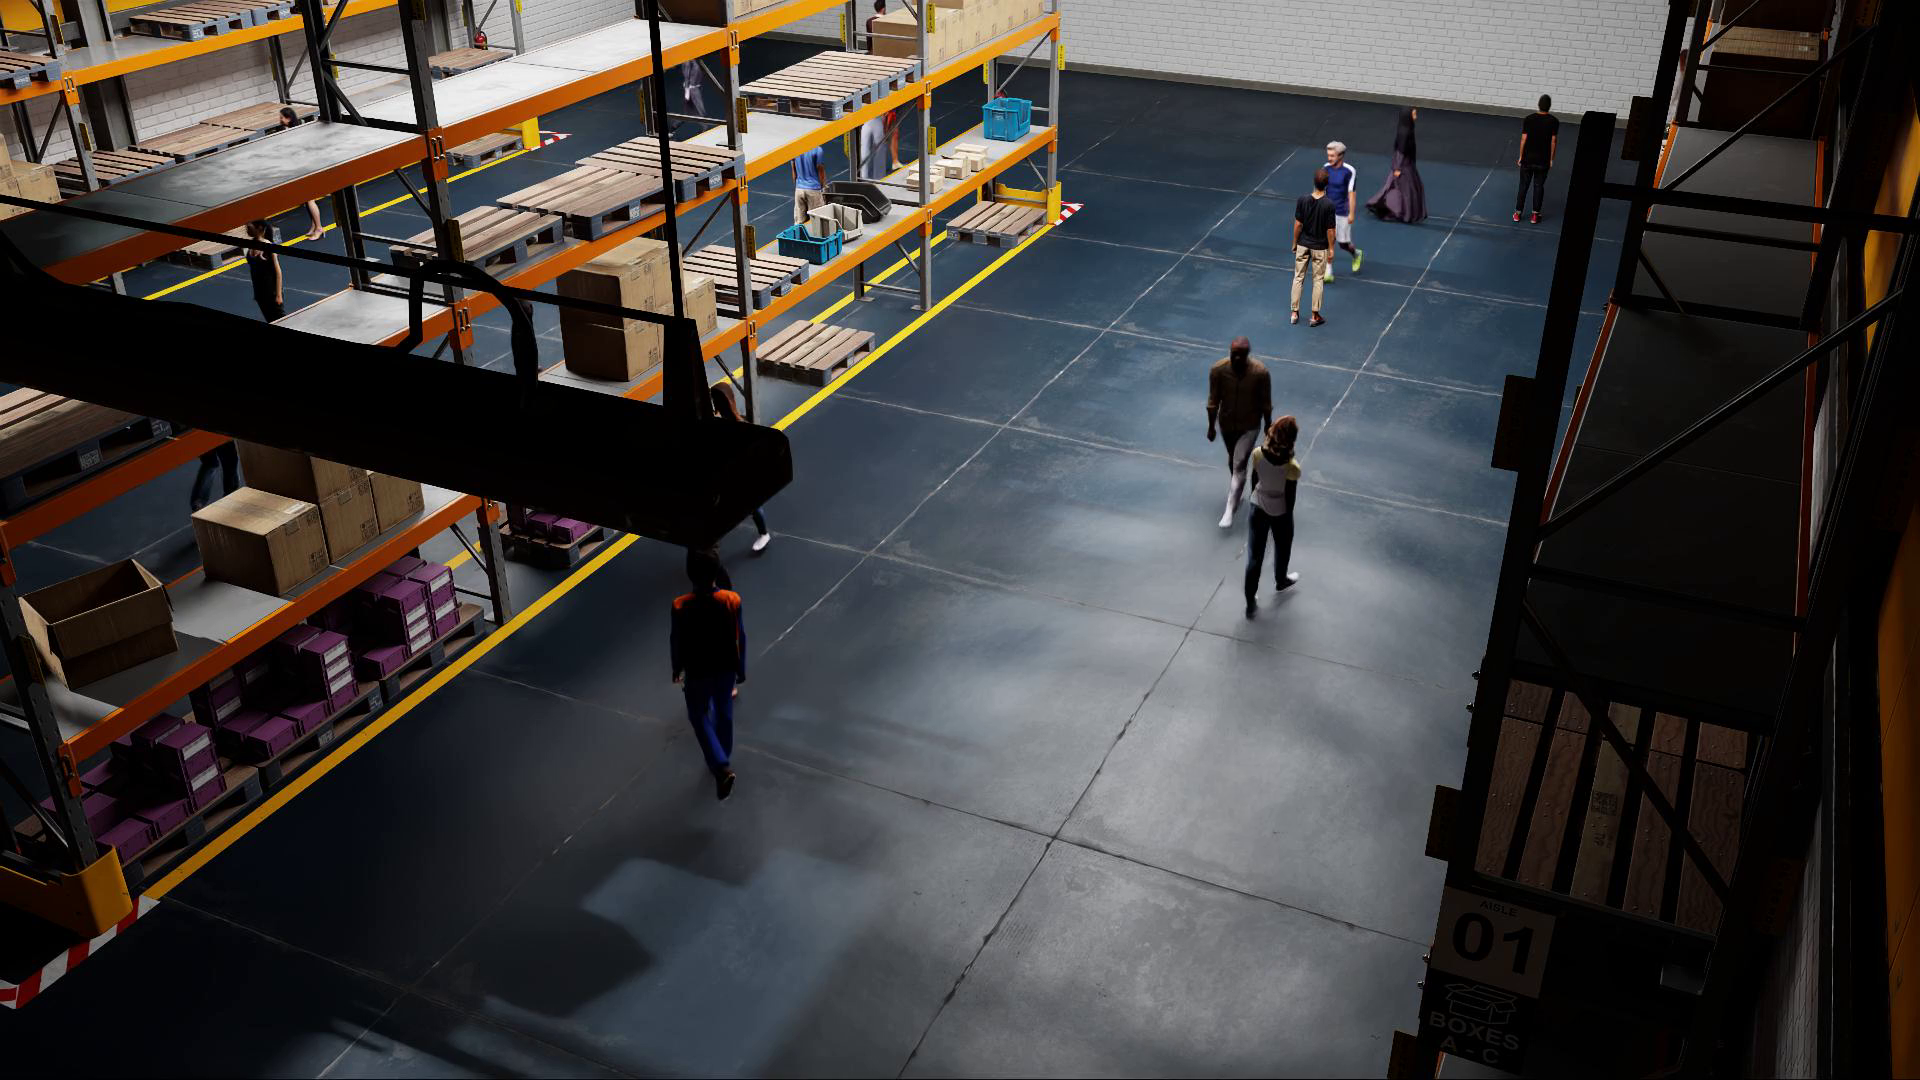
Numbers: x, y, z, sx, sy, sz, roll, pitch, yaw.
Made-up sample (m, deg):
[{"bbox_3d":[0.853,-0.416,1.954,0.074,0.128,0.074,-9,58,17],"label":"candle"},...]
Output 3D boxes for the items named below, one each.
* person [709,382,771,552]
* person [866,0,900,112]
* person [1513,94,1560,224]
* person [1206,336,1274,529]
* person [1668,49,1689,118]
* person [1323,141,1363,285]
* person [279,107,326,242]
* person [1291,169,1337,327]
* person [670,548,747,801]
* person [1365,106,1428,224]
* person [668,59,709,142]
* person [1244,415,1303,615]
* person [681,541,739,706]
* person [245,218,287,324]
[{"bbox_3d":[-1.919,-0.584,14.397,0.645,1.672,1.124,16,32,26],"label":"person"},{"bbox_3d":[-1.337,-8.197,28.151,0.719,1.866,0.650,18,34,30],"label":"person"},{"bbox_3d":[7.918,-5.245,22.854,0.622,1.757,0.576,12,31,20],"label":"person"},{"bbox_3d":[2.567,-1.062,15.184,0.786,1.758,1.161,10,30,17],"label":"person"},{"bbox_3d":[11.175,-6.666,25.549,0.730,1.669,0.832,-11,30,-19],"label":"person"},{"bbox_3d":[4.744,-4.076,20.662,0.917,1.803,1.080,25,37,38],"label":"person"},{"bbox_3d":[-8.788,-4.880,22.172,0.821,1.769,0.783,-15,32,-25],"label":"person"},{"bbox_3d":[4.110,-3.417,19.394,0.644,1.860,0.505,13,31,23],"label":"person"},{"bbox_3d":[-1.702,0.949,11.414,1.090,1.837,1.139,-10,30,-17],"label":"person"},{"bbox_3d":[6.011,-5.160,22.866,0.773,1.595,1.045,8,30,15],"label":"person"},{"bbox_3d":[-4.298,-7.053,26.188,0.827,1.737,1.093,7,29,12],"label":"person"},{"bbox_3d":[2.502,-0.169,13.619,0.785,1.687,1.036,17,33,29],"label":"person"},{"bbox_3d":[-1.899,0.593,12.376,0.642,1.542,0.756,25,37,37],"label":"person"},{"bbox_3d":[-7.590,-2.743,18.297,0.589,1.728,0.551,16,32,26],"label":"person"}]
